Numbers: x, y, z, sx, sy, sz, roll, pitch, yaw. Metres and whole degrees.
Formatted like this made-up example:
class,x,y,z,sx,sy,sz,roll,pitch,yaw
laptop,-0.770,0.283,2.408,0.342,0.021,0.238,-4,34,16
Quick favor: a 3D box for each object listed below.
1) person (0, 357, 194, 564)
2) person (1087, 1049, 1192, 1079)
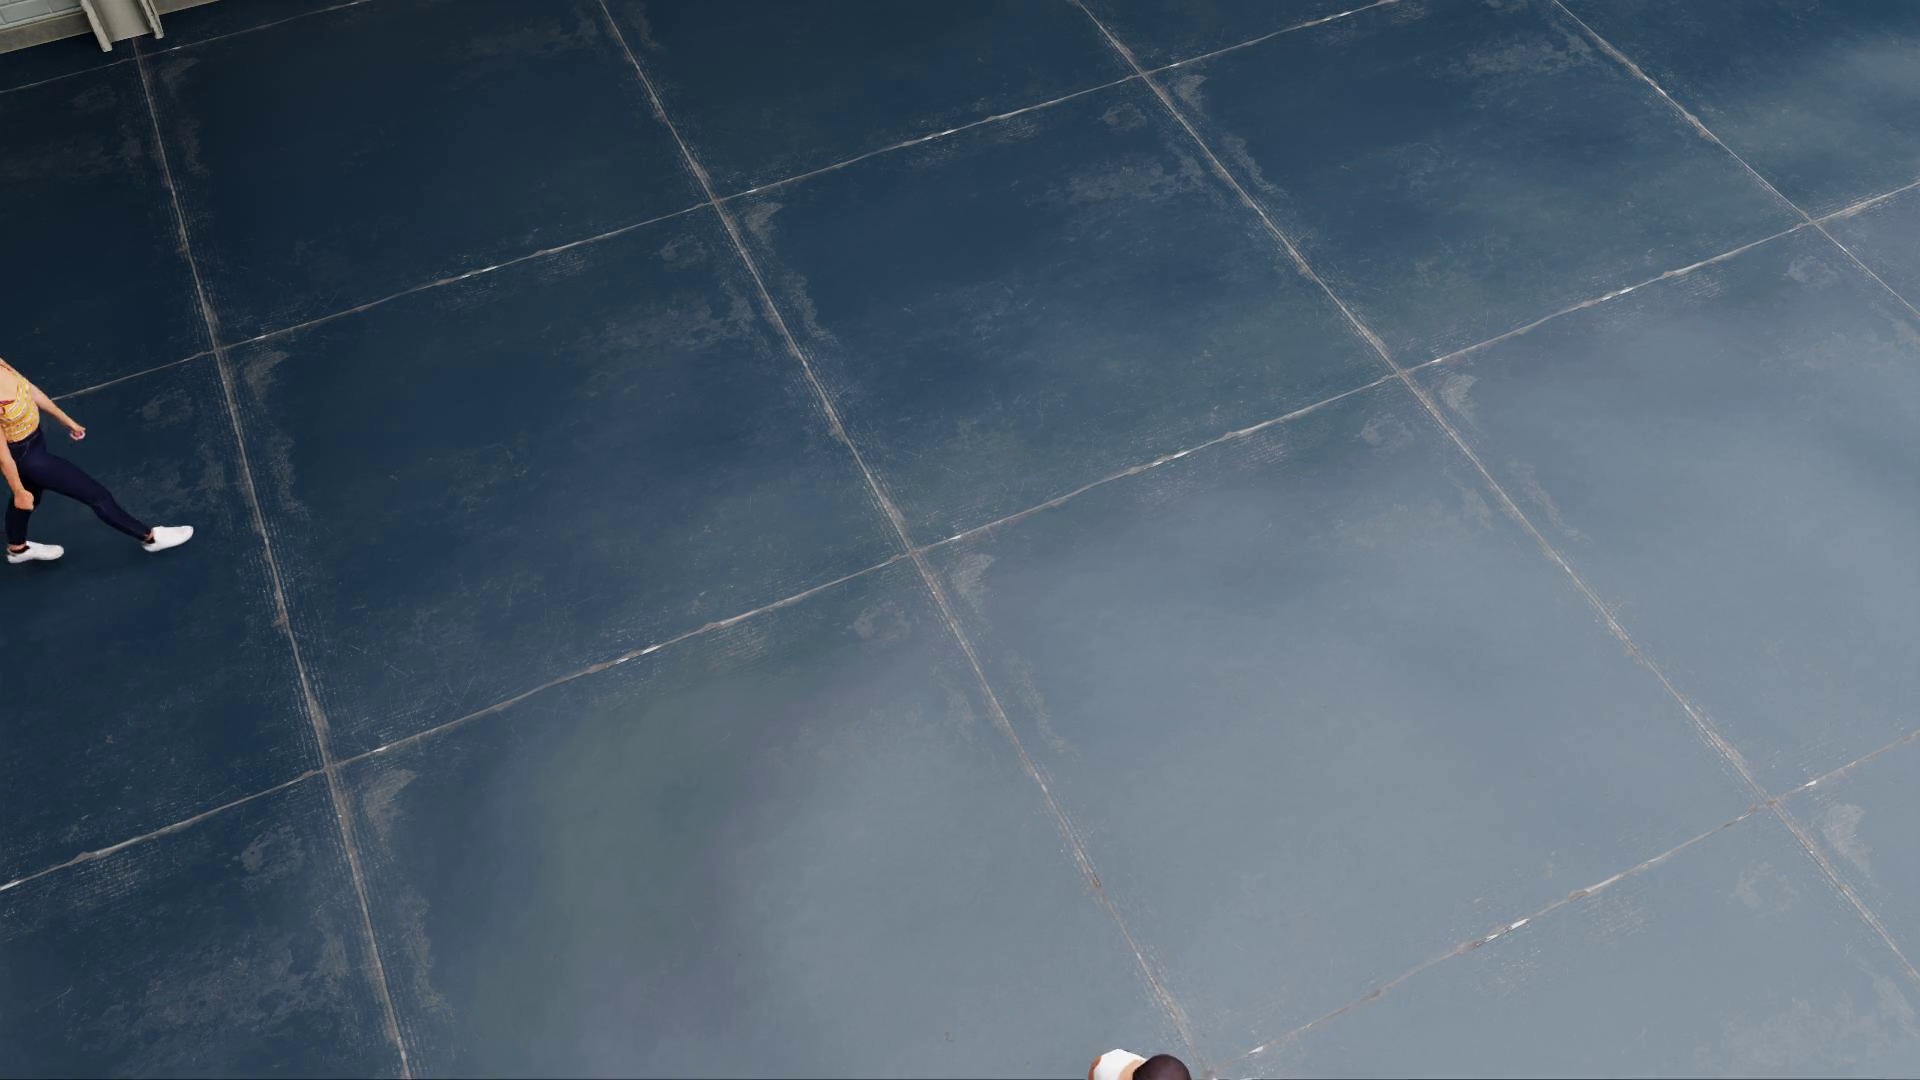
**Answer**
class,x,y,z,sx,sy,sz,roll,pitch,yaw
person,-4.502,-0.385,7.914,1.178,1.583,0.760,-12,53,-9
person,0.672,2.148,5.895,0.759,1.674,0.776,30,58,21
